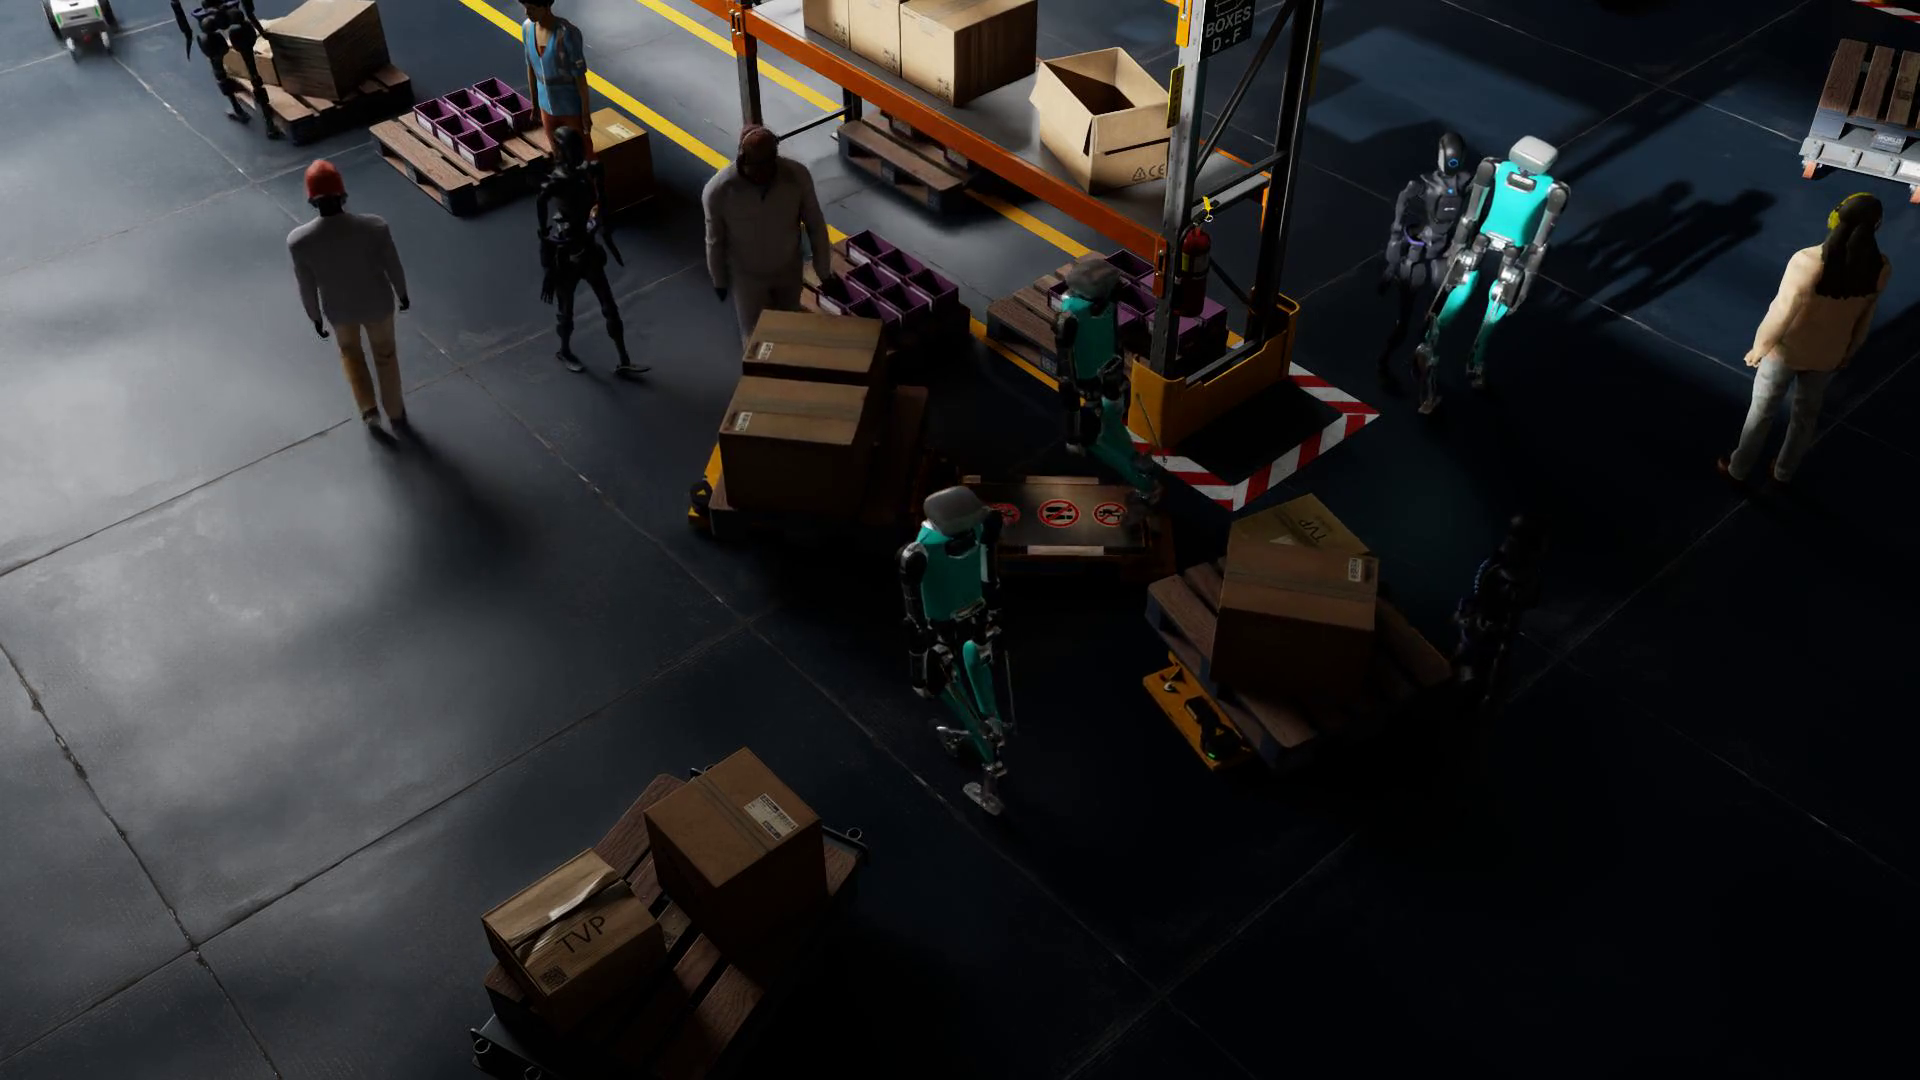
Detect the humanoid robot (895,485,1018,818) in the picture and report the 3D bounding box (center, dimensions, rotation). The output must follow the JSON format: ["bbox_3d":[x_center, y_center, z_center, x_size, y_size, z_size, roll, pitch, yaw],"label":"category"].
[{"bbox_3d":[0.085,0.578,7.381,0.548,1.752,0.949,-30,50,-29],"label":"humanoid robot"}]

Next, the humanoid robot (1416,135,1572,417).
[{"bbox_3d":[2.997,-1.418,9.563,0.577,1.766,0.896,24,48,24],"label":"humanoid robot"}]

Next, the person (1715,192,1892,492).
[{"bbox_3d":[4.591,-1.032,9.030,0.559,1.873,0.390,3,43,4],"label":"person"}]

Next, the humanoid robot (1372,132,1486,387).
[{"bbox_3d":[2.806,-1.641,9.838,0.611,1.652,0.365,-4,43,-5],"label":"humanoid robot"}]

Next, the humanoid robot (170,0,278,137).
[{"bbox_3d":[-5.406,-3.762,12.151,0.593,1.634,0.593,-28,49,-27],"label":"humanoid robot"}]

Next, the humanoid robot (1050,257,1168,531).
[{"bbox_3d":[0.862,-0.587,8.670,0.802,1.791,0.534,25,48,25],"label":"humanoid robot"}]

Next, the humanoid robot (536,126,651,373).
[{"bbox_3d":[-2.238,-1.680,9.895,0.679,1.625,0.611,24,48,24],"label":"humanoid robot"}]

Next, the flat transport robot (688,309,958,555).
[{"bbox_3d":[-0.762,-0.287,9.408,1.431,0.231,0.659,6,43,6],"label":"flat transport robot"}]

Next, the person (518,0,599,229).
[{"bbox_3d":[-2.685,-2.919,11.171,0.502,1.758,0.344,19,46,20],"label":"person"}]

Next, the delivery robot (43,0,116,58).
[{"bbox_3d":[-7.224,-4.338,13.615,0.499,0.611,0.809,-19,46,-20],"label":"delivery robot"}]

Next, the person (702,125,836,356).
[{"bbox_3d":[-1.108,-1.568,9.626,0.690,1.877,0.721,-17,45,-18],"label":"person"}]

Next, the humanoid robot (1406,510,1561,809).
[{"bbox_3d":[2.338,0.499,7.513,0.392,1.642,0.611,5,43,6],"label":"humanoid robot"}]

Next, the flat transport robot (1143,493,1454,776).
[{"bbox_3d":[1.704,0.654,8.384,1.431,0.231,0.659,-19,46,-20],"label":"flat transport robot"}]

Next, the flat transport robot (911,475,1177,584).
[{"bbox_3d":[0.459,-0.061,9.161,1.431,0.231,0.659,1,43,1],"label":"flat transport robot"}]

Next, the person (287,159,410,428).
[{"bbox_3d":[-3.442,-1.386,9.513,0.575,1.735,0.386,-13,44,-14],"label":"person"}]
